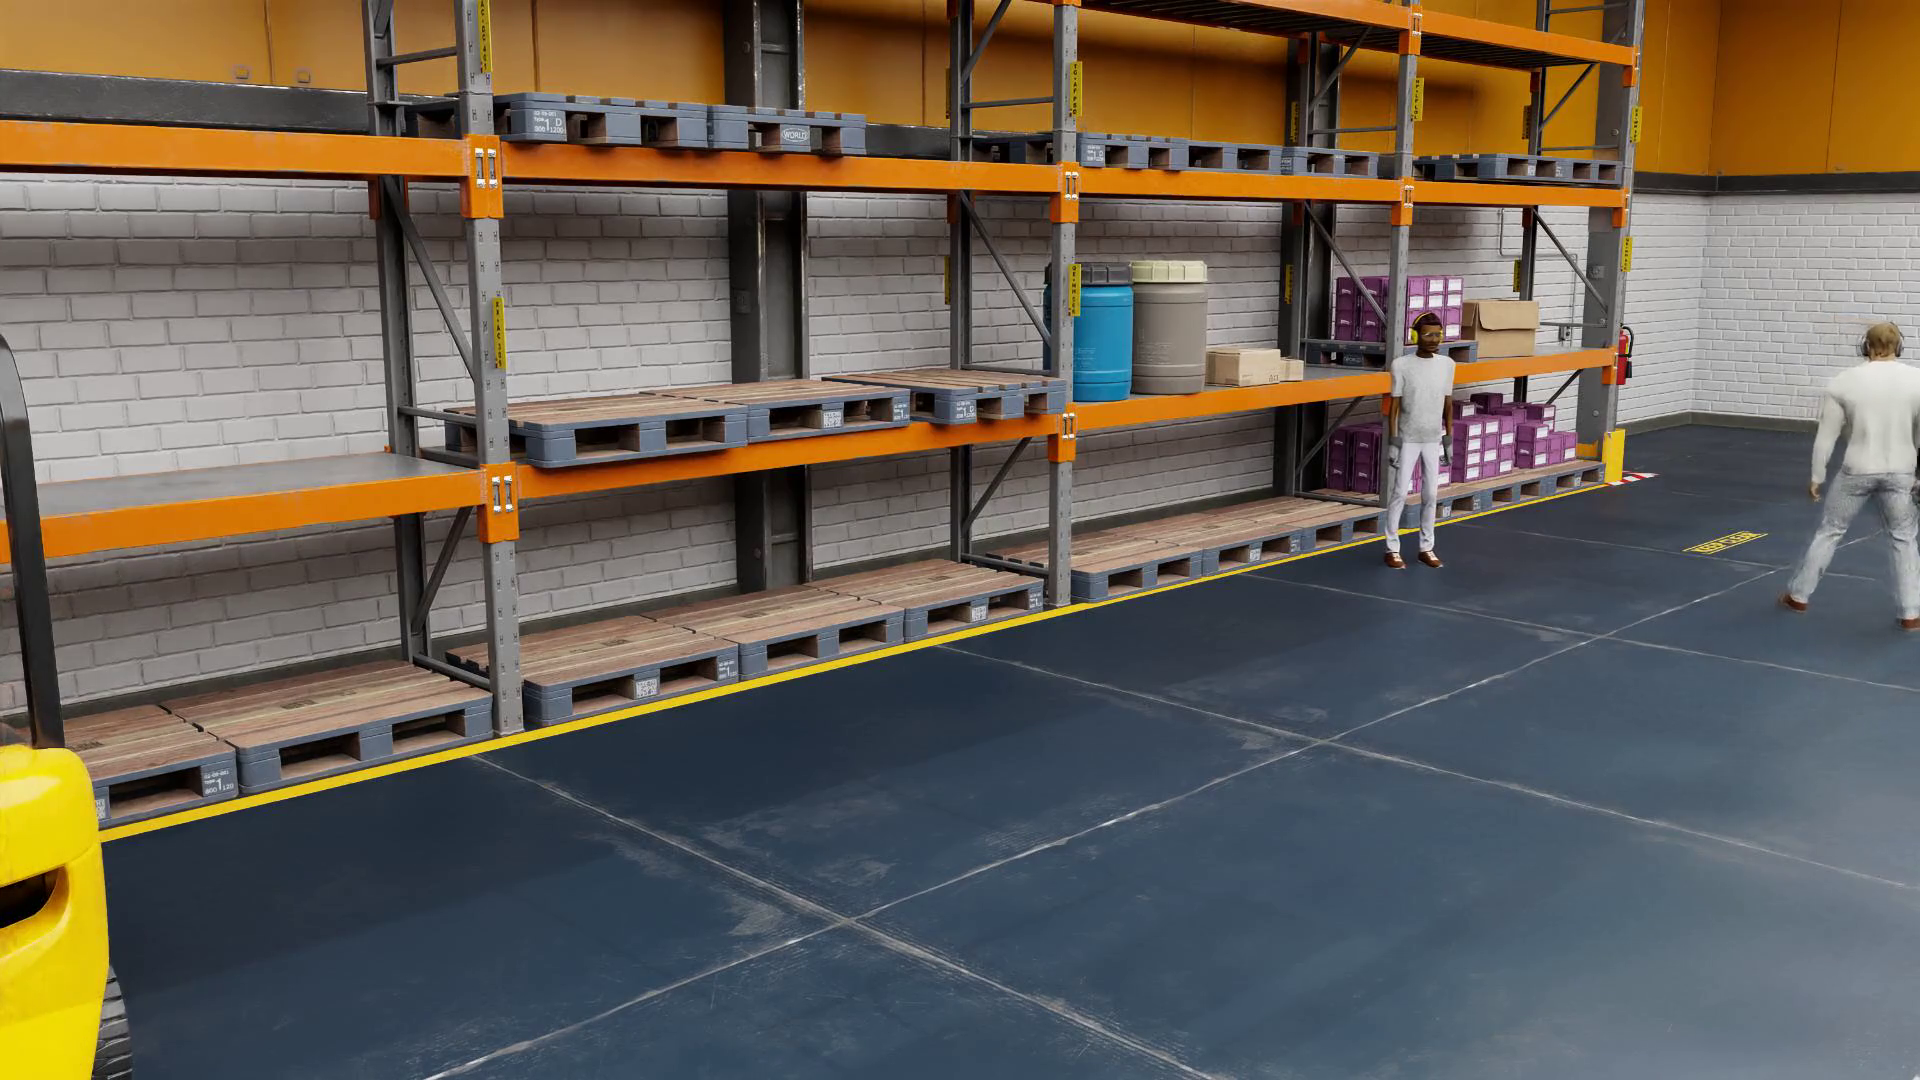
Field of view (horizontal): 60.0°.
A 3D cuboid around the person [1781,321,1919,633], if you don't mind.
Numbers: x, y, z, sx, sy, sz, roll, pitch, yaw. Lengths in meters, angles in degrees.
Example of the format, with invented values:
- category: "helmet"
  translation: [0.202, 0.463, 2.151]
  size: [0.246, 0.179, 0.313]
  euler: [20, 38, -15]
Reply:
- category: "person"
  translation: [5.607, -0.412, 10.356]
  size: [0.785, 1.893, 0.569]
  euler: [5, 12, 27]

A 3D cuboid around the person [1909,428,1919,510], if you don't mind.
- category: "person"
  translation: [6.116, -0.375, 9.970]
  size: [0.647, 1.932, 0.714]
  euler: [10, 14, 44]

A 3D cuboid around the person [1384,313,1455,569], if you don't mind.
- category: "person"
  translation: [3.328, -0.709, 12.031]
  size: [0.509, 1.855, 0.318]
  euler: [-2, 11, -10]

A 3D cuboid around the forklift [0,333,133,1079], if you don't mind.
- category: "forklift"
  translation: [-3.289, 0.485, 4.582]
  size: [1.214, 2.155, 2.313]
  euler: [-10, 14, -44]
